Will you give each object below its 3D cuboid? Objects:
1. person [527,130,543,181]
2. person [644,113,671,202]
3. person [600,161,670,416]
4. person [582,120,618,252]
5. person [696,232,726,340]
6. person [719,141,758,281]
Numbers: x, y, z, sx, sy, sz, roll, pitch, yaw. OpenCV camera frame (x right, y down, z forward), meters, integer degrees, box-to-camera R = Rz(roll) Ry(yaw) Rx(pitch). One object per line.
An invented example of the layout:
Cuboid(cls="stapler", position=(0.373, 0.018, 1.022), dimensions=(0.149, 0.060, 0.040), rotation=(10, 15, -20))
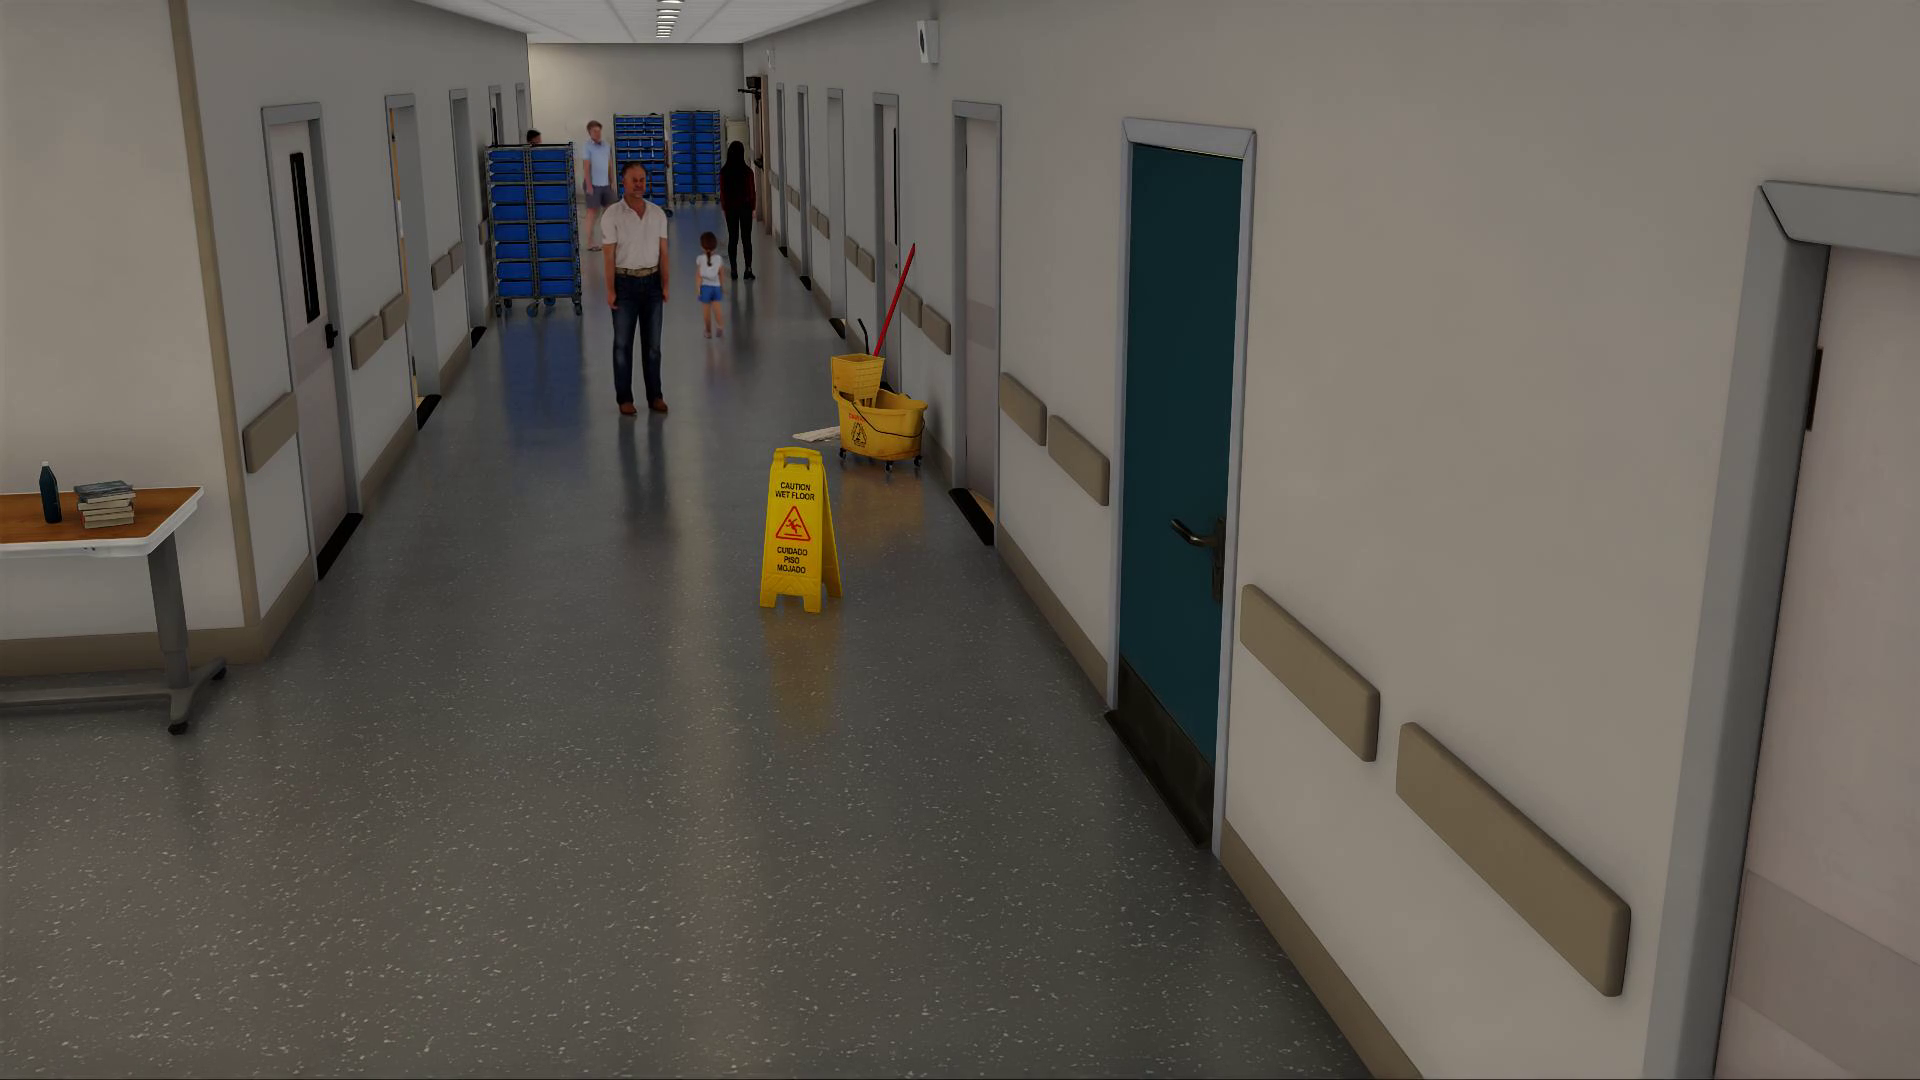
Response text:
Cuboid(cls="person", position=(-5.793, -4.671, 22.575), dimensions=(1.175, 1.671, 1.186), rotation=(6, 17, 19))
Cuboid(cls="person", position=(-5.642, -7.043, 30.879), dimensions=(0.708, 1.731, 0.649), rotation=(-9, 18, -28))
Cuboid(cls="person", position=(-2.403, -1.869, 12.306), dimensions=(0.702, 1.851, 0.649), rotation=(-7, 17, -23))
Cuboid(cls="person", position=(-5.160, -4.969, 23.389), dimensions=(0.984, 1.803, 0.926), rotation=(12, 20, 37))
Cuboid(cls="person", position=(-2.348, -2.385, 15.685), dimensions=(0.498, 1.010, 0.692), rotation=(-6, 17, -22))
Cuboid(cls="person", position=(-2.703, -4.019, 20.291), dimensions=(0.640, 1.656, 0.604), rotation=(1, 16, 5))
